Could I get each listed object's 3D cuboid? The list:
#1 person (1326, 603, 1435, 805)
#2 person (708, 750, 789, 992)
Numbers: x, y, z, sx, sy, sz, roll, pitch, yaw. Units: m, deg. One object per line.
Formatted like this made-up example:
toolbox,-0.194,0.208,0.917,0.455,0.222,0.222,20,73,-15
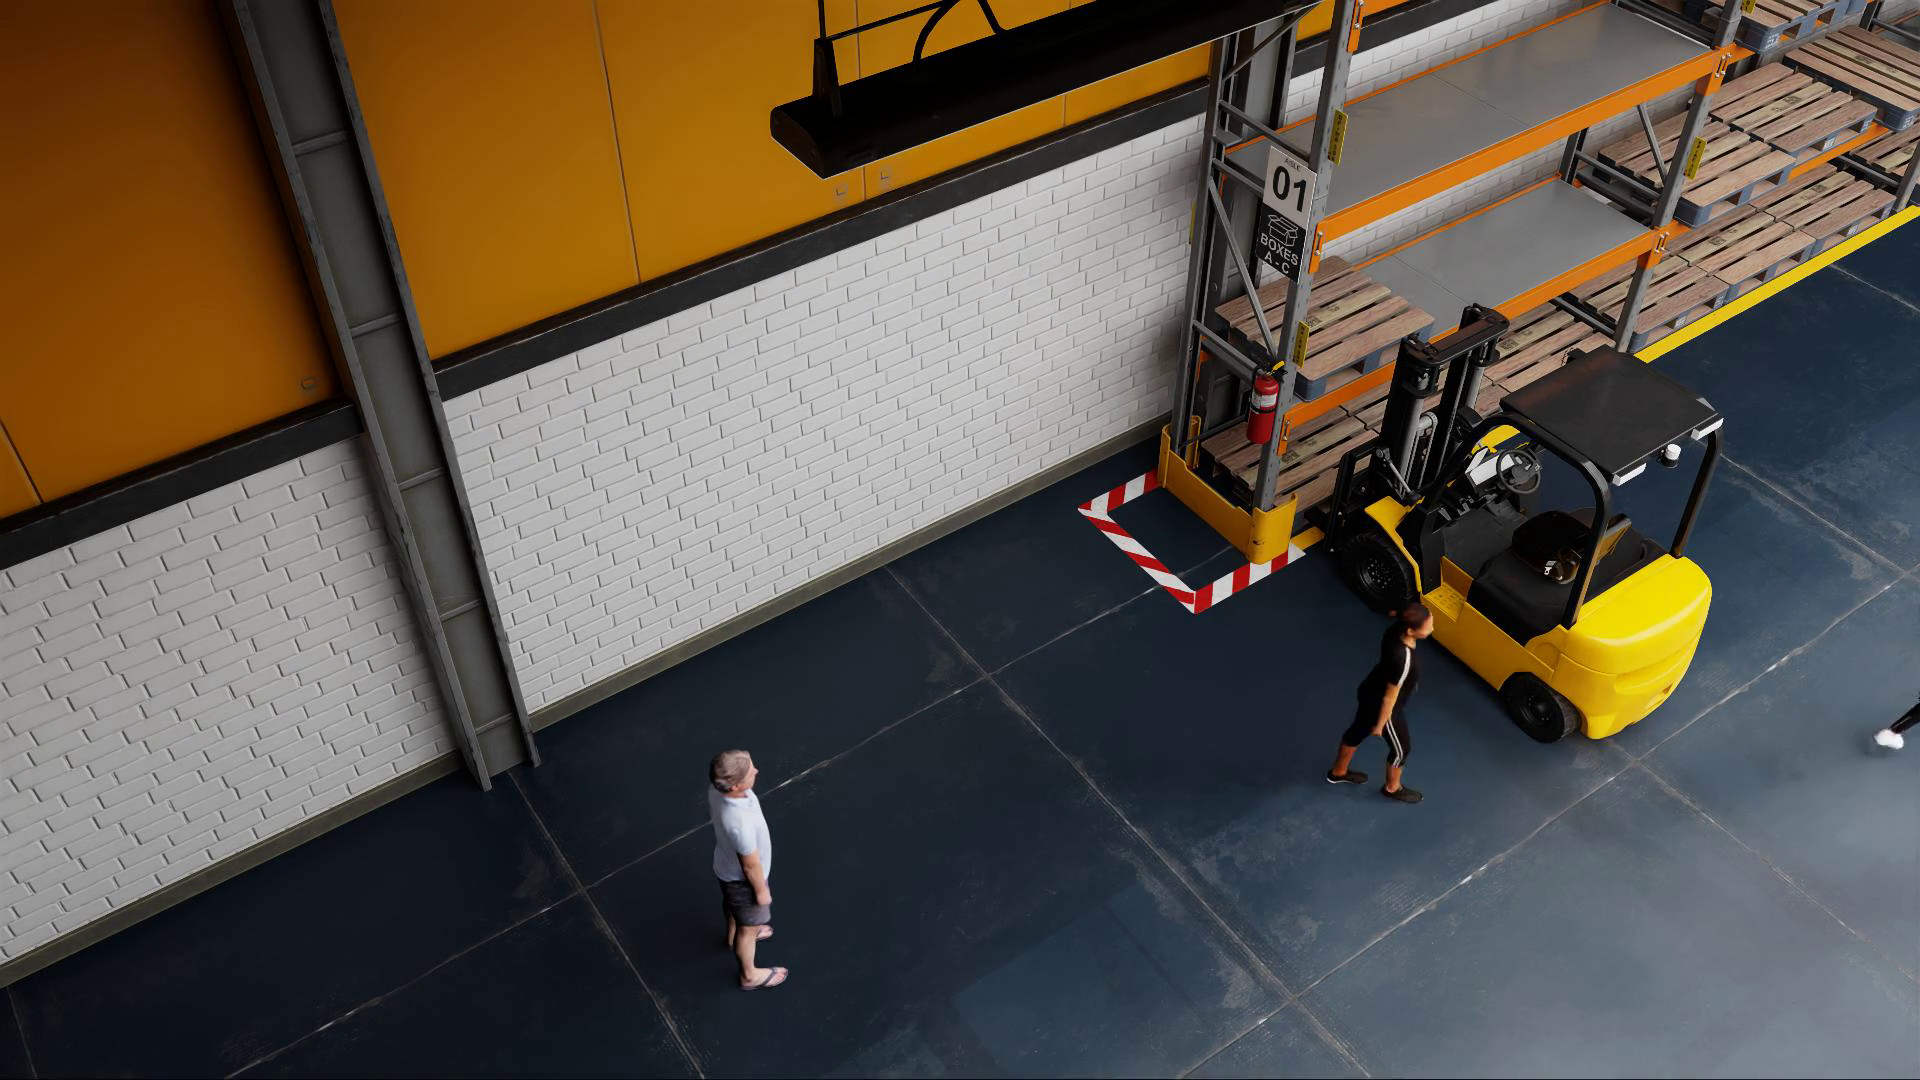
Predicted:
person,2.474,0.959,10.022,0.930,1.644,0.851,3,44,3
person,-1.197,1.770,9.037,0.657,1.829,0.703,-12,45,-12
